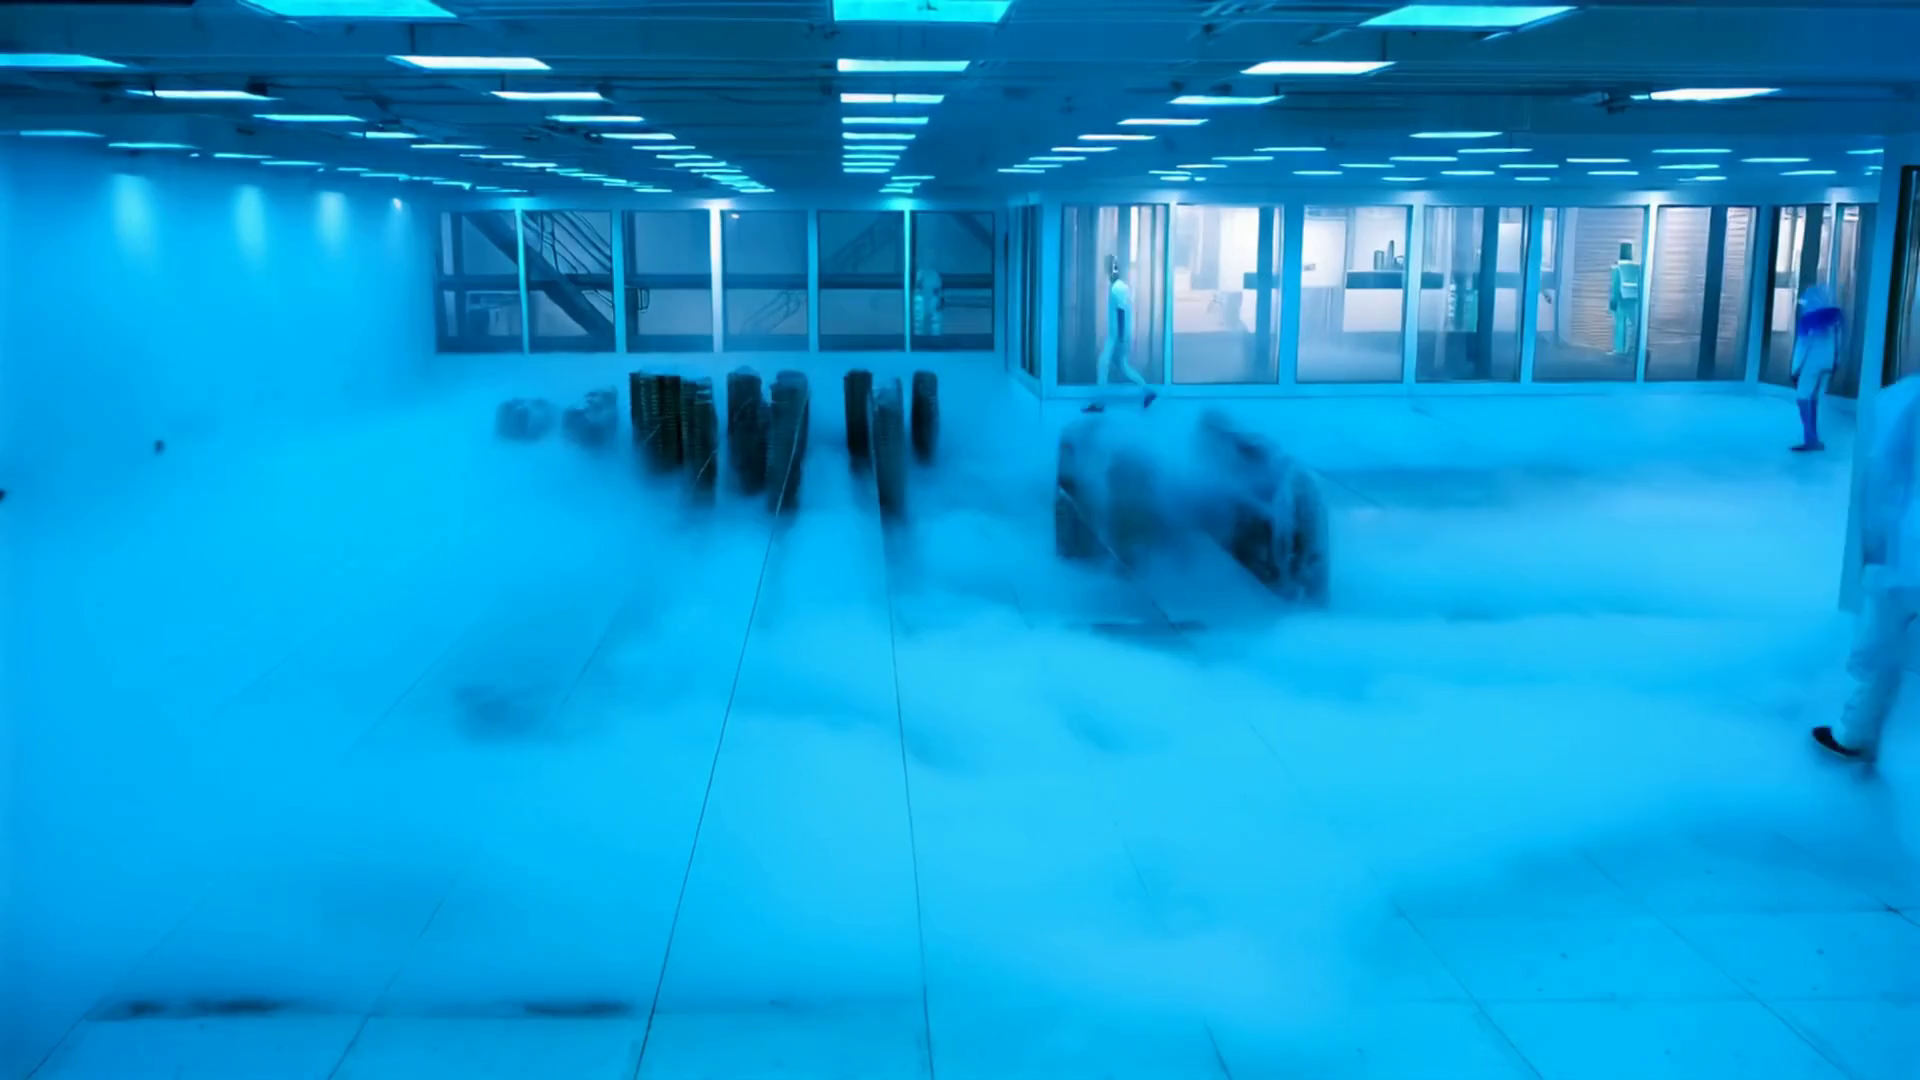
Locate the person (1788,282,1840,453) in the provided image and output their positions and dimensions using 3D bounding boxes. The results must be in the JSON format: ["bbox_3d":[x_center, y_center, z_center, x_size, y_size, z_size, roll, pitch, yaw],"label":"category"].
[{"bbox_3d":[8.112,-1.626,15.773,0.590,1.614,0.322,-5,12,-24],"label":"person"}]

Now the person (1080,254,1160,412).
[{"bbox_3d":[1.859,-2.374,19.188,0.851,1.847,0.524,3,11,14],"label":"person"}]

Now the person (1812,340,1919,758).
[{"bbox_3d":[3.693,0.017,6.234,0.662,1.864,0.983,-1,11,-3],"label":"person"}]
